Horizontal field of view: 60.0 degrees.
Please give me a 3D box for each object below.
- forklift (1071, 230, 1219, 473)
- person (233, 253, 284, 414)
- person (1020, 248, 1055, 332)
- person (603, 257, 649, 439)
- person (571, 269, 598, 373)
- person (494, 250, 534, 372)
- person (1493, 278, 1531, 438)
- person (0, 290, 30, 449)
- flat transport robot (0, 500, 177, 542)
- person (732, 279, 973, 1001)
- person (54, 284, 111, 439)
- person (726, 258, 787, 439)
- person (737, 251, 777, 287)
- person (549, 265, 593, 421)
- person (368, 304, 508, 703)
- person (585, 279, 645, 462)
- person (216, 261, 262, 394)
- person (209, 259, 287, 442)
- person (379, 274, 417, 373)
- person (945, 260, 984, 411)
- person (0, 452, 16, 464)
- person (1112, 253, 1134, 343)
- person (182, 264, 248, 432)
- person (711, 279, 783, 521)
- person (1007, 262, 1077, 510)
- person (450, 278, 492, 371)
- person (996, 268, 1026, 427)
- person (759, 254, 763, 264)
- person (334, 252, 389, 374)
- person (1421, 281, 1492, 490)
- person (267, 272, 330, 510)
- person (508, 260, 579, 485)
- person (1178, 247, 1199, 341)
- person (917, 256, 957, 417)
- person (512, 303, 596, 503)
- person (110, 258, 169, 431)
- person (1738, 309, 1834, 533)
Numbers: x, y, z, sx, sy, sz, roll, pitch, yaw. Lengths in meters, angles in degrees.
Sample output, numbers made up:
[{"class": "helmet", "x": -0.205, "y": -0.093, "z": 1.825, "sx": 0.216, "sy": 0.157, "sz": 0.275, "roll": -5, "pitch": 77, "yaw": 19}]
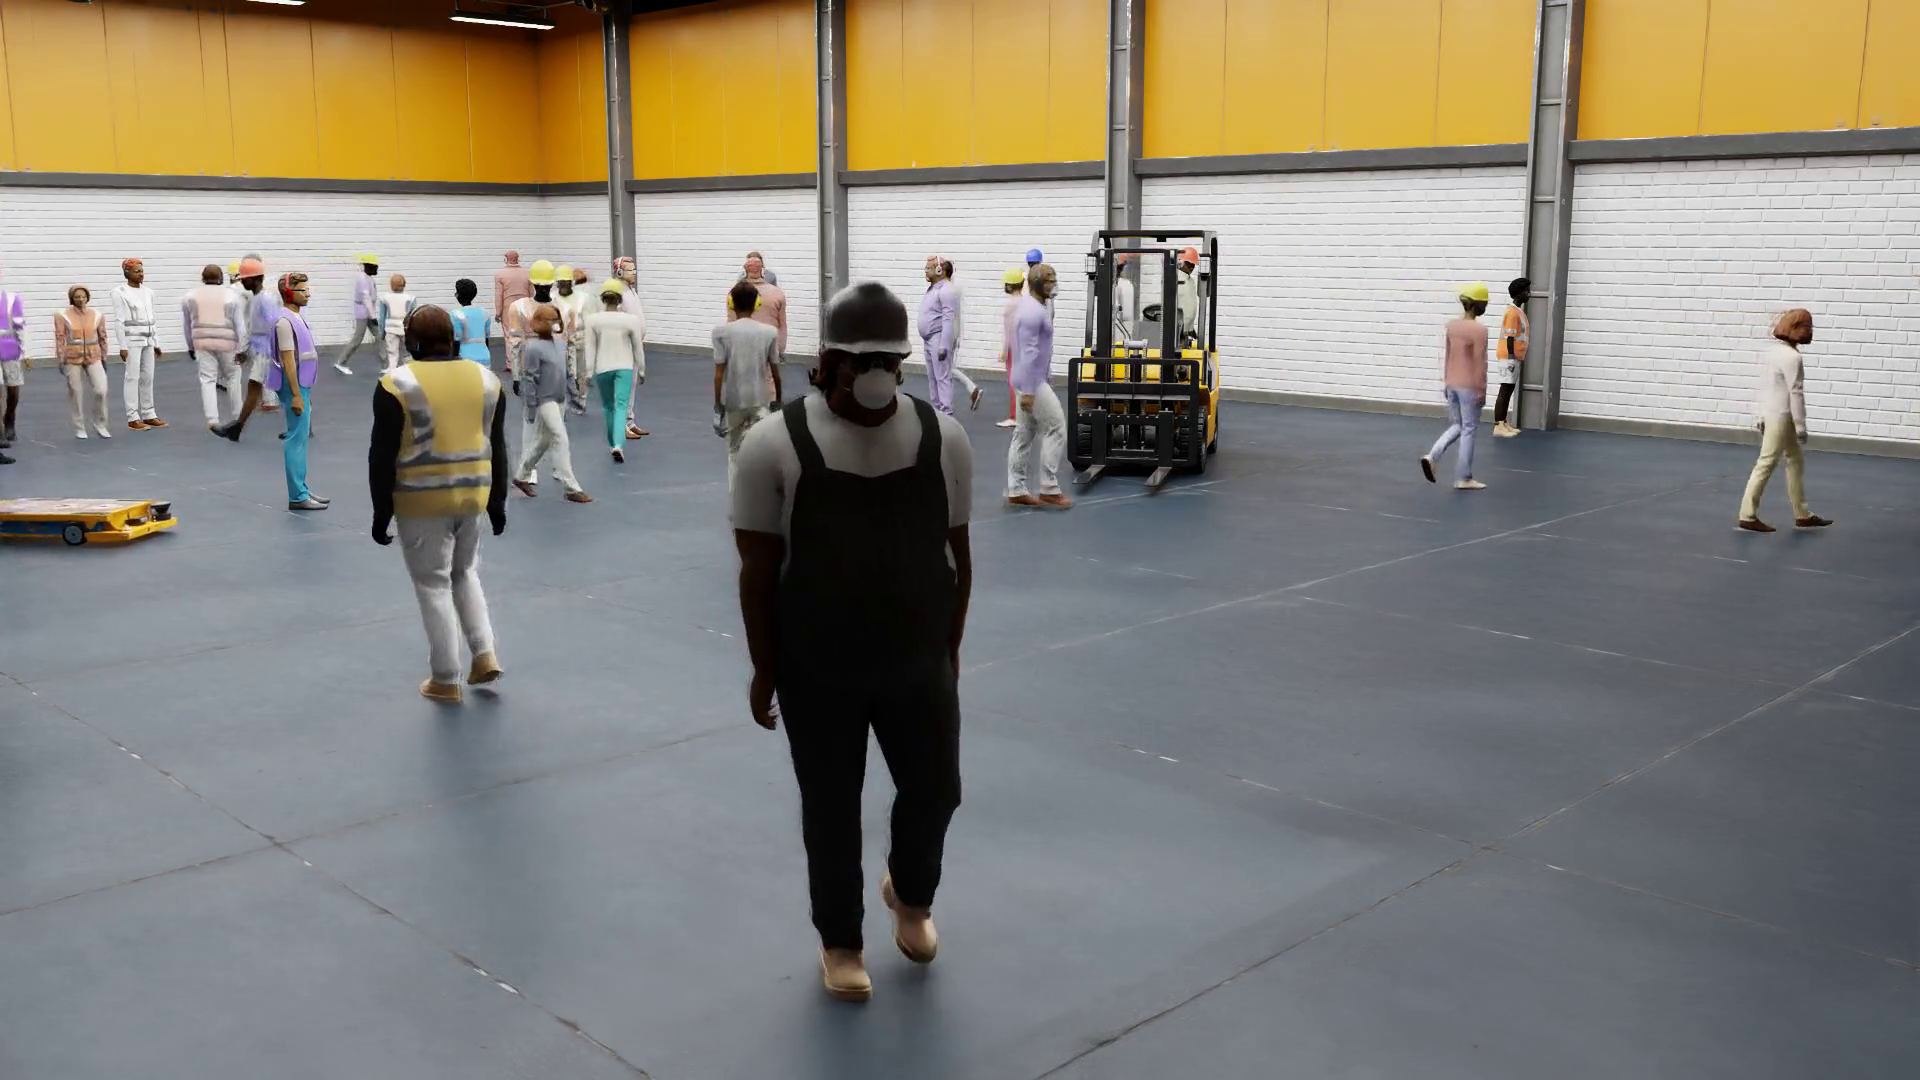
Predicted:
[{"class": "forklift", "x": 1.804, "y": -1.825, "z": 15.677, "sx": 1.214, "sy": 2.155, "sz": 2.313, "roll": 2, "pitch": 11, "yaw": 13}, {"class": "person", "x": -8.458, "y": -2.481, "z": 20.000, "sx": 0.672, "sy": 1.916, "sz": 0.665, "roll": 6, "pitch": 12, "yaw": 30}, {"class": "person", "x": 1.012, "y": -2.997, "z": 22.733, "sx": 0.605, "sy": 1.951, "sz": 0.380, "roll": 5, "pitch": 12, "yaw": 28}, {"class": "person", "x": -3.508, "y": -2.024, "z": 17.545, "sx": 0.409, "sy": 1.907, "sz": 0.651, "roll": 1, "pitch": 10, "yaw": 5}, {"class": "person", "x": -5.866, "y": -3.388, "z": 25.792, "sx": 0.591, "sy": 1.617, "sz": 0.322, "roll": 4, "pitch": 11, "yaw": 20}, {"class": "person", "x": -6.974, "y": -3.576, "z": 26.013, "sx": 0.652, "sy": 1.906, "sz": 0.402, "roll": -8, "pitch": 13, "yaw": -36}, {"class": "person", "x": 5.860, "y": -1.933, "z": 17.652, "sx": 0.322, "sy": 1.690, "sz": 0.532, "roll": 5, "pitch": 11, "yaw": 25}, {"class": "person", "x": -9.803, "y": -1.912, "z": 16.924, "sx": 0.544, "sy": 1.913, "sz": 0.849, "roll": -7, "pitch": 13, "yaw": -34}, {"class": "flat transport robot", "x": -6.409, "y": -0.145, "z": 11.765, "sx": 1.431, "sy": 0.197, "sz": 0.652, "roll": 0, "pitch": 10, "yaw": 3}, {"class": "person", "x": -0.274, "y": 0.283, "z": 4.603, "sx": 0.688, "sy": 2.000, "sz": 0.539, "roll": -2, "pitch": 11, "yaw": -13}, {"class": "person", "x": -9.158, "y": -1.849, "z": 17.387, "sx": 0.527, "sy": 1.620, "sz": 0.590, "roll": -9, "pitch": 14, "yaw": -39}, {"class": "person", "x": -2.108, "y": -1.960, "z": 17.220, "sx": 0.639, "sy": 1.902, "sz": 0.407, "roll": -4, "pitch": 11, "yaw": -19}, {"class": "person", "x": -3.097, "y": -3.472, "z": 25.499, "sx": 0.641, "sy": 1.897, "sz": 1.010, "roll": -3, "pitch": 11, "yaw": -16}, {"class": "person", "x": -4.545, "y": -2.293, "z": 19.359, "sx": 0.595, "sy": 1.788, "sz": 0.923, "roll": -1, "pitch": 10, "yaw": -6}, {"class": "person", "x": -2.377, "y": -0.156, "z": 7.596, "sx": 0.442, "sy": 1.829, "sz": 0.627, "roll": 9, "pitch": 14, "yaw": 40}, {"class": "person", "x": -3.289, "y": -1.622, "z": 15.848, "sx": 0.538, "sy": 1.726, "sz": 0.893, "roll": -1, "pitch": 10, "yaw": -6}, {"class": "person", "x": -9.687, "y": -2.848, "z": 22.374, "sx": 0.942, "sy": 1.777, "sz": 0.611, "roll": 5, "pitch": 11, "yaw": 24}, {"class": "person", "x": -7.286, "y": -1.949, "z": 17.206, "sx": 1.002, "sy": 1.874, "sz": 0.548, "roll": -5, "pitch": 12, "yaw": -26}, {"class": "person", "x": -7.698, "y": -2.835, "z": 22.796, "sx": 0.524, "sy": 1.616, "sz": 0.757, "roll": -2, "pitch": 11, "yaw": -8}, {"class": "person", "x": -0.077, "y": -2.390, "z": 19.706, "sx": 0.628, "sy": 1.849, "sz": 0.536, "roll": 5, "pitch": 11, "yaw": 24}, {"class": "person", "x": -9.239, "y": -1.637, "z": 15.427, "sx": 0.659, "sy": 1.917, "sz": 0.568, "roll": 0, "pitch": 10, "yaw": -2}, {"class": "person", "x": 1.824, "y": -2.255, "z": 18.590, "sx": 1.050, "sy": 2.001, "sz": 0.619, "roll": 7, "pitch": 13, "yaw": 34}, {"class": "person", "x": -8.188, "y": -2.120, "z": 18.347, "sx": 0.652, "sy": 1.803, "sz": 0.864, "roll": -3, "pitch": 11, "yaw": -15}, {"class": "person", "x": -1.519, "y": -0.957, "z": 11.987, "sx": 0.539, "sy": 1.828, "sz": 0.963, "roll": -3, "pitch": 11, "yaw": -15}, {"class": "person", "x": 0.684, "y": -1.177, "z": 12.890, "sx": 0.701, "sy": 1.916, "sz": 0.662, "roll": 0, "pitch": 10, "yaw": 2}, {"class": "person", "x": -4.966, "y": -1.798, "z": 16.883, "sx": 0.322, "sy": 1.697, "sz": 0.532, "roll": 6, "pitch": 12, "yaw": 29}, {"class": "person", "x": 0.611, "y": -2.130, "z": 18.533, "sx": 0.317, "sy": 1.761, "sz": 0.566, "roll": 3, "pitch": 11, "yaw": 18}, {"class": "person", "x": -3.275, "y": -3.672, "z": 26.710, "sx": 0.430, "sy": 1.845, "sz": 0.620, "roll": 1, "pitch": 10, "yaw": 4}, {"class": "person", "x": -9.177, "y": -3.477, "z": 25.555, "sx": 0.960, "sy": 1.884, "sz": 0.584, "roll": 0, "pitch": 10, "yaw": -2}, {"class": "person", "x": 4.186, "y": -1.279, "z": 13.885, "sx": 0.485, "sy": 1.751, "sz": 0.544, "roll": -4, "pitch": 11, "yaw": -19}, {"class": "person", "x": -5.188, "y": -1.157, "z": 12.984, "sx": 0.390, "sy": 1.846, "sz": 0.565, "roll": -3, "pitch": 11, "yaw": -16}, {"class": "person", "x": -3.566, "y": -1.436, "z": 14.313, "sx": 0.584, "sy": 1.918, "sz": 0.381, "roll": -6, "pitch": 12, "yaw": -28}, {"class": "person", "x": 2.784, "y": -2.650, "z": 20.745, "sx": 0.393, "sy": 1.986, "sz": 0.610, "roll": 7, "pitch": 13, "yaw": 34}, {"class": "person", "x": -0.269, "y": -2.170, "z": 18.347, "sx": 0.409, "sy": 1.909, "sz": 0.640, "roll": -4, "pitch": 11, "yaw": -19}, {"class": "person", "x": -3.326, "y": -1.104, "z": 13.364, "sx": 0.822, "sy": 1.599, "sz": 0.504, "roll": 3, "pitch": 11, "yaw": 16}, {"class": "person", "x": -9.024, "y": -2.147, "z": 18.281, "sx": 0.349, "sy": 1.882, "sz": 0.584, "roll": 3, "pitch": 11, "yaw": 14}, {"class": "person", "x": 5.976, "y": -0.834, "z": 11.850, "sx": 0.752, "sy": 1.603, "sz": 0.534, "roll": 3, "pitch": 11, "yaw": 15}]
